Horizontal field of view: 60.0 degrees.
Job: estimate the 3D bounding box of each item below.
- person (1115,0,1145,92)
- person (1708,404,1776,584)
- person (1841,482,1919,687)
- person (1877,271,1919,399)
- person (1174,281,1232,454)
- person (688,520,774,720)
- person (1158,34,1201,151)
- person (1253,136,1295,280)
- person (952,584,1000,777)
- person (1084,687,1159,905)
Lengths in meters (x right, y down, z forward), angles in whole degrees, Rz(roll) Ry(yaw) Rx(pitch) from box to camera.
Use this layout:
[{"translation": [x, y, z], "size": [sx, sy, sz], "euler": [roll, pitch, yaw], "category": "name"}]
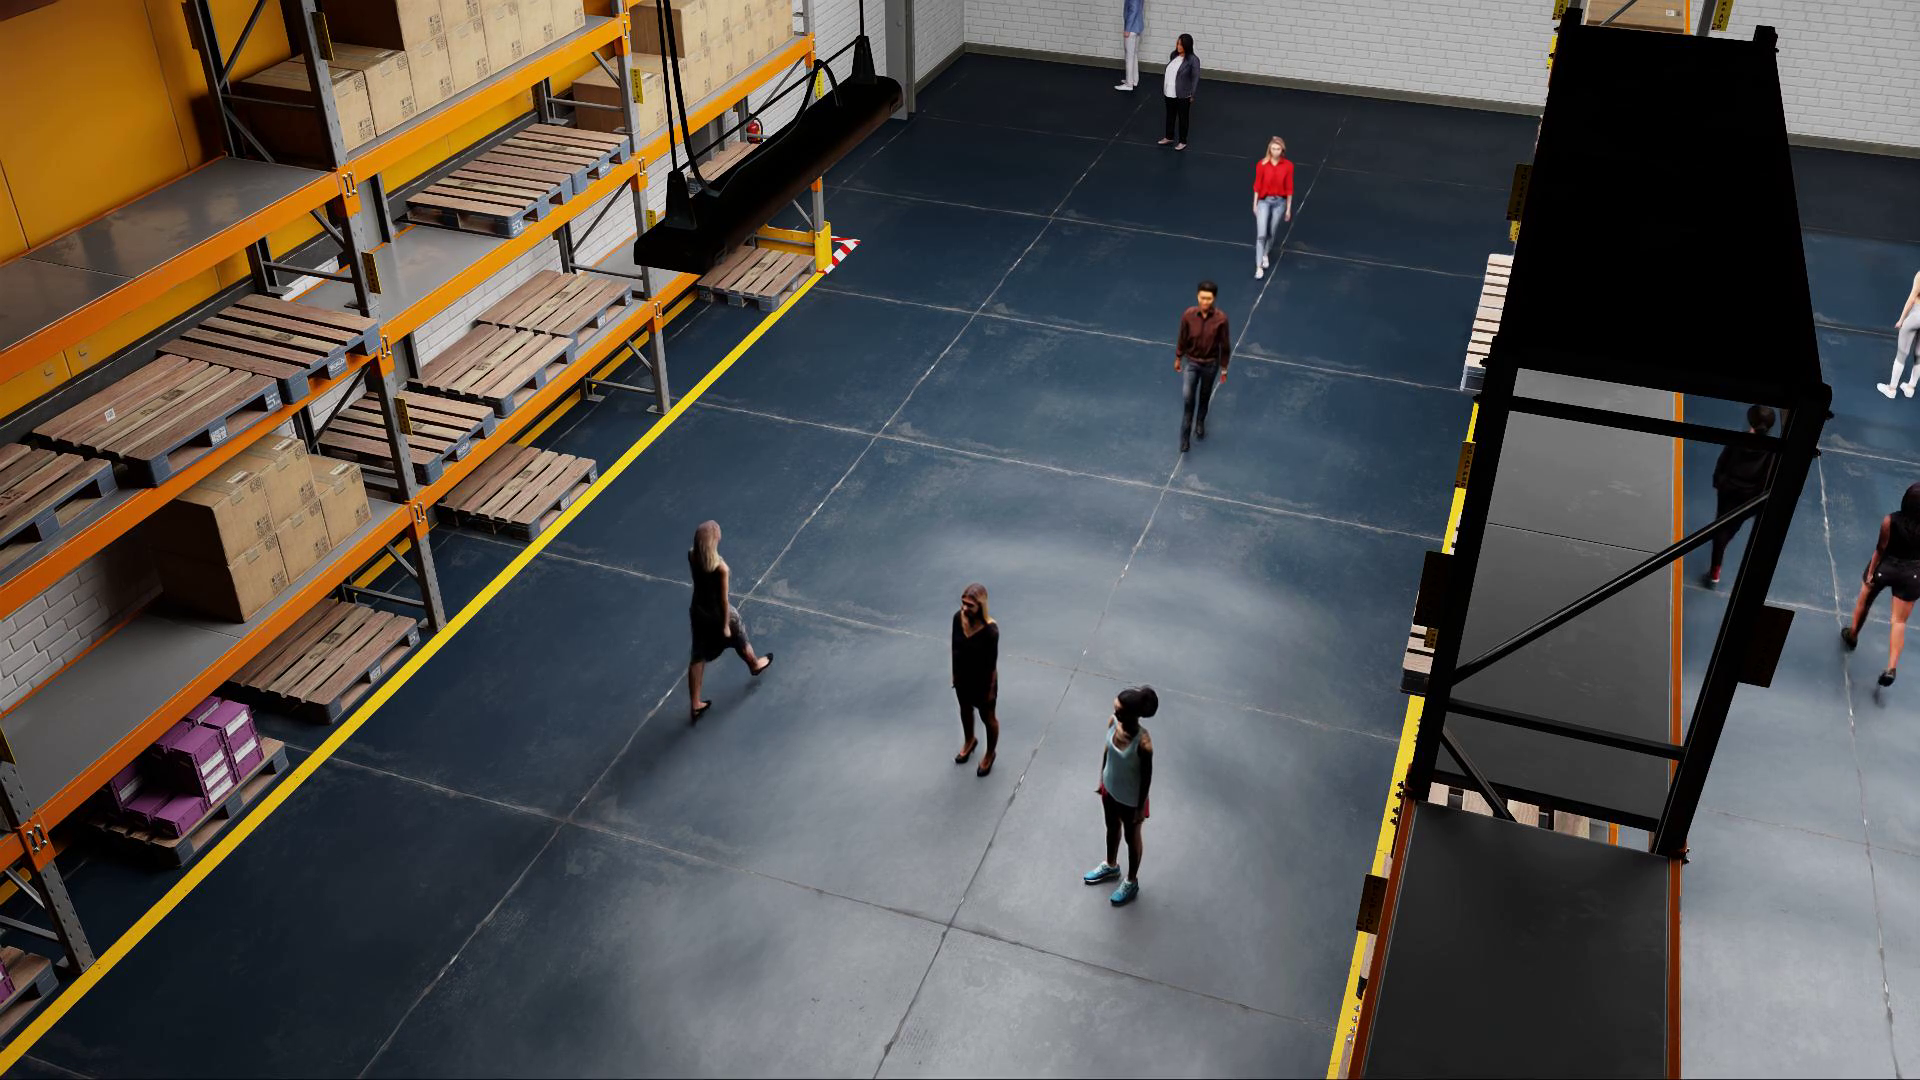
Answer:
[{"translation": [2.638, -7.823, 25.344], "size": [0.714, 1.888, 0.517], "euler": [14, 36, 20], "category": "person"}, {"translation": [6.724, -0.378, 14.377], "size": [0.697, 1.631, 1.112], "euler": [16, 37, 22], "category": "person"}, {"translation": [7.442, 0.356, 13.200], "size": [0.629, 1.711, 1.143], "euler": [9, 35, 14], "category": "person"}, {"translation": [9.906, -2.266, 17.151], "size": [0.618, 1.703, 0.613], "euler": [1, 34, 2], "category": "person"}, {"translation": [2.387, -1.759, 16.357], "size": [0.795, 1.738, 1.096], "euler": [6, 34, 9], "category": "person"}, {"translation": [-1.974, 0.650, 12.807], "size": [0.799, 1.656, 1.180], "euler": [22, 39, 29], "category": "person"}, {"translation": [3.071, -6.285, 23.293], "size": [0.780, 1.597, 0.800], "euler": [29, 43, 36], "category": "person"}, {"translation": [3.709, -4.006, 19.795], "size": [0.797, 1.675, 1.058], "euler": [2, 34, 3], "category": "person"}, {"translation": [0.129, 1.017, 12.238], "size": [0.592, 1.674, 0.570], "euler": [22, 39, 29], "category": "person"}, {"translation": [1.107, 1.684, 11.147], "size": [0.722, 1.771, 0.683], "euler": [-21, 39, -29], "category": "person"}]
